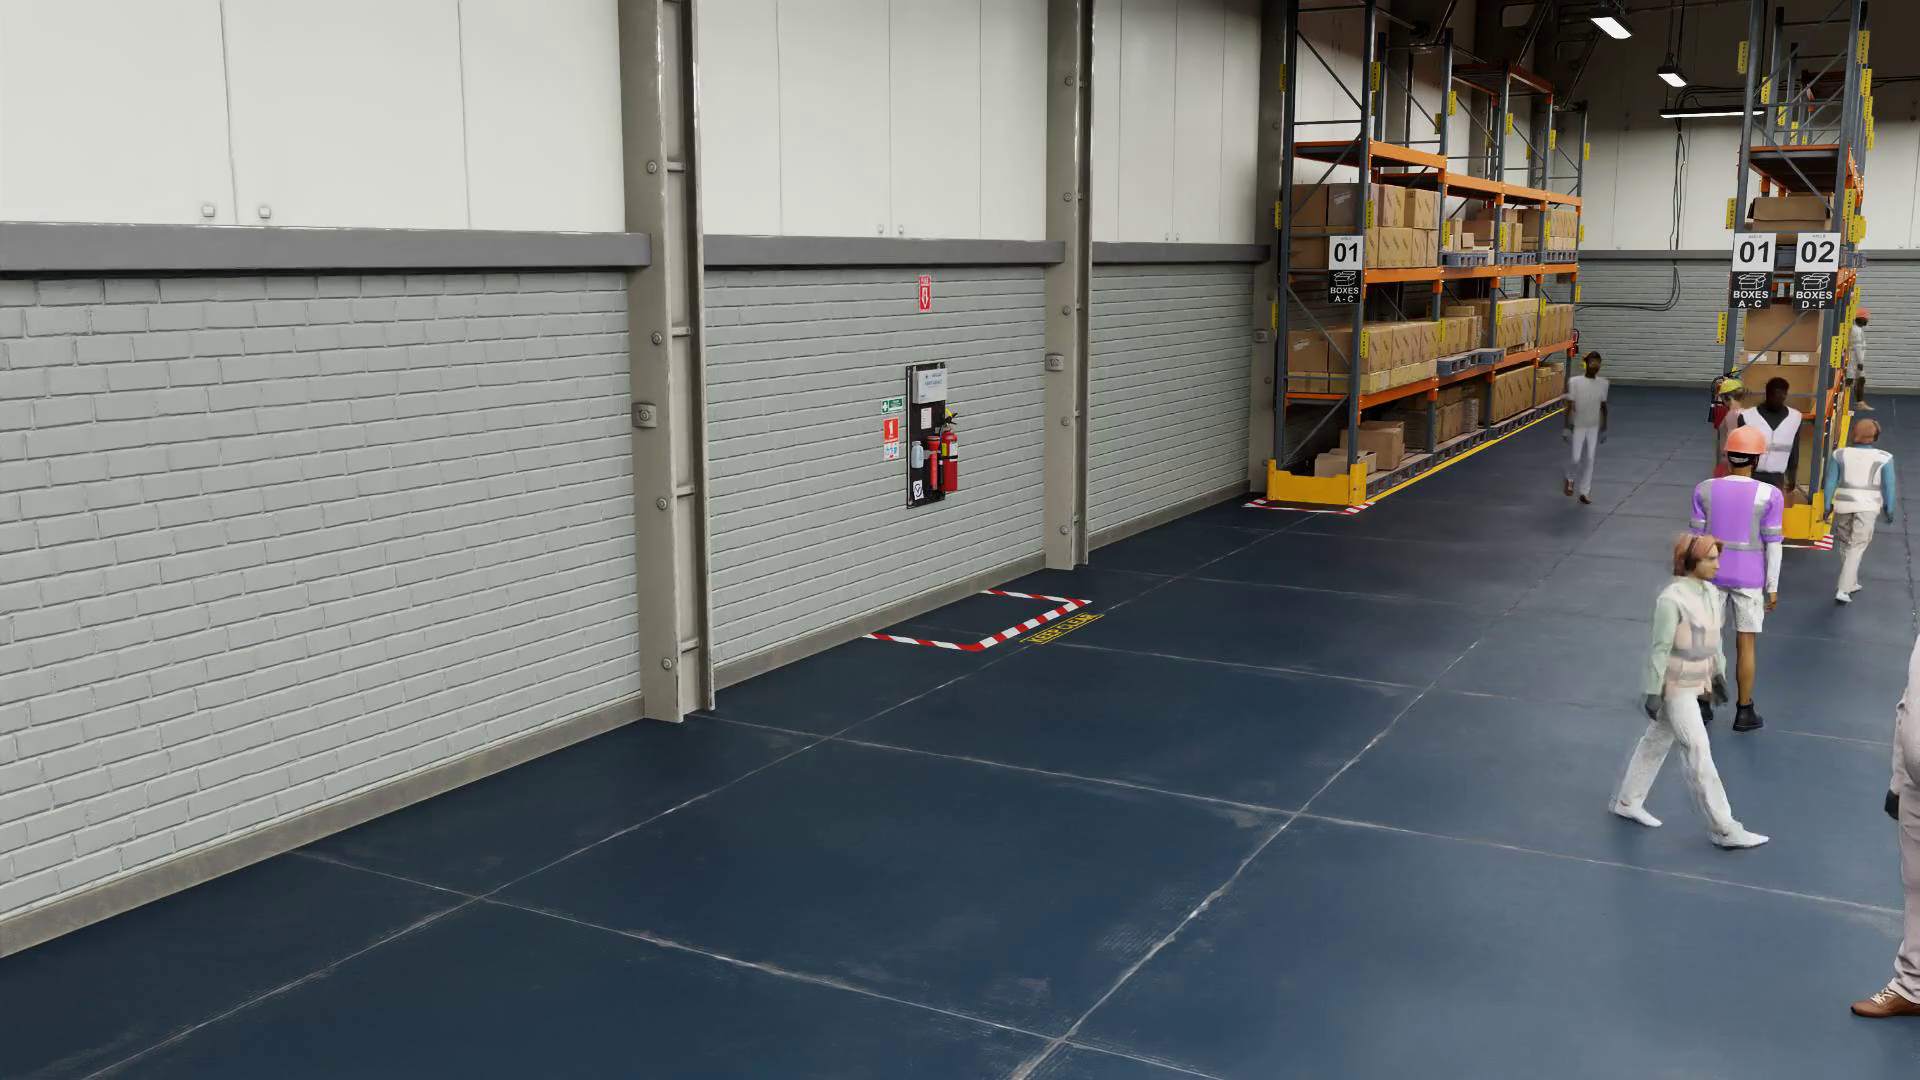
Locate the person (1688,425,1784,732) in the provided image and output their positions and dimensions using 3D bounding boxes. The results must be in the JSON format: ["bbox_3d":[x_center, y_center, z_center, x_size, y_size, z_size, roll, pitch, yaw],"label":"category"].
[{"bbox_3d":[4.911,0.237,10.556,0.550,1.935,0.376,8,12,38],"label":"person"}]

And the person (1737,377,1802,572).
[{"bbox_3d":[7.715,-0.637,15.925,0.597,1.852,1.012,2,10,12],"label":"person"}]

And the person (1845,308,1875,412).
[{"bbox_3d":[17.187,-3.479,32.107,0.933,2.017,0.608,5,11,29],"label":"person"}]

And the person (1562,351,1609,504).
[{"bbox_3d":[7.580,-1.369,20.185,0.544,1.858,0.476,0,10,1],"label":"person"}]

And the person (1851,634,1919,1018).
[{"bbox_3d":[3.755,0.984,6.270,0.404,1.911,0.636,-3,10,-16],"label":"person"}]

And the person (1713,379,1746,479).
[{"bbox_3d":[8.085,-0.801,17.244,0.754,1.729,0.523,9,13,41],"label":"person"}]

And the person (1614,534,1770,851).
[{"bbox_3d":[3.757,0.758,8.486,0.538,1.586,0.848,-9,13,-43],"label":"person"}]

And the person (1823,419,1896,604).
[{"bbox_3d":[7.804,-0.256,14.453,0.879,1.592,0.534,-9,13,-44],"label":"person"}]
